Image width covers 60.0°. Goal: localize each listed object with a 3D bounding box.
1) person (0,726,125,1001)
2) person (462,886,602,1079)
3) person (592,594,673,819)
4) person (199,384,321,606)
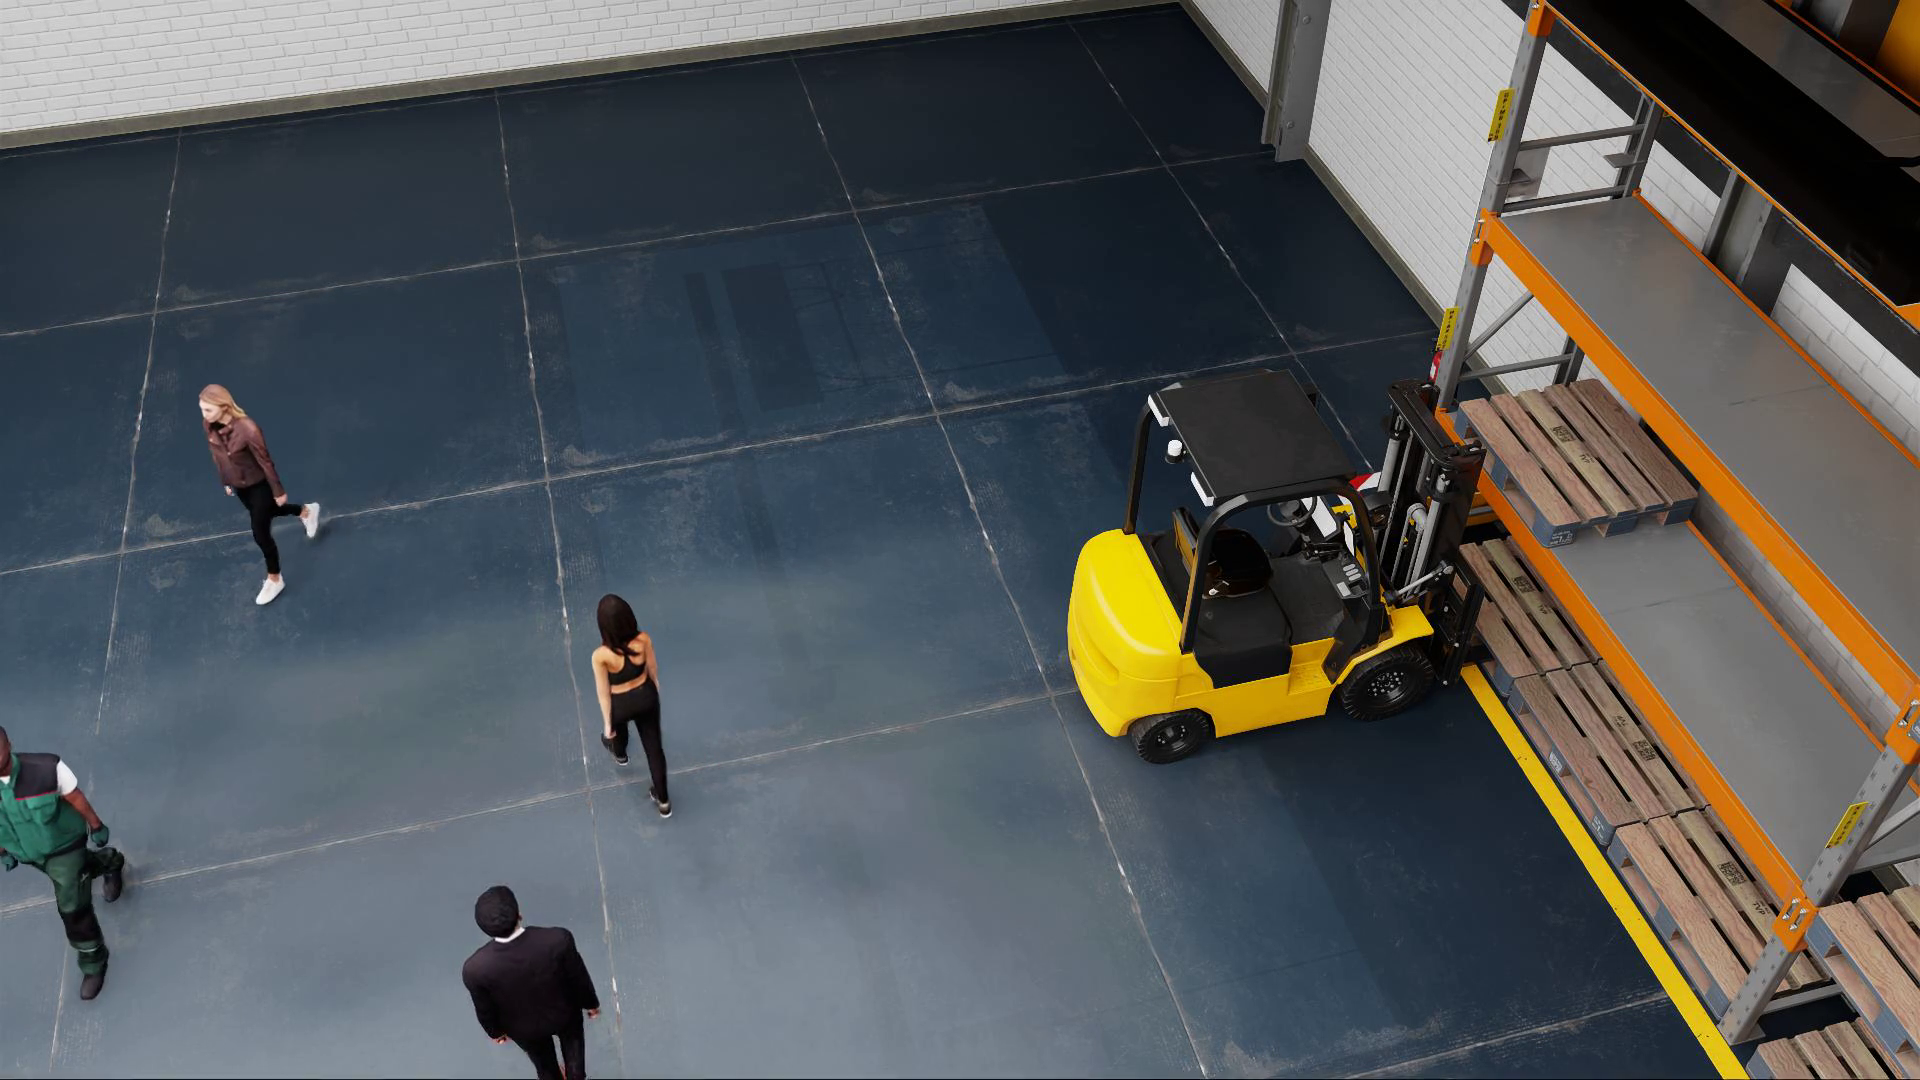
[{"bbox_3d":[-4.904,1.567,8.993,0.820,1.799,1.225,-4,44,-4],"label":"person"},{"bbox_3d":[-2.037,2.371,8.099,0.754,1.867,0.785,-15,46,-15],"label":"person"},{"bbox_3d":[-1.879,1.021,9.700,0.756,1.615,1.039,-23,48,-22],"label":"person"},{"bbox_3d":[-4.690,-0.415,11.158,1.016,1.681,1.144,16,46,16],"label":"person"}]
